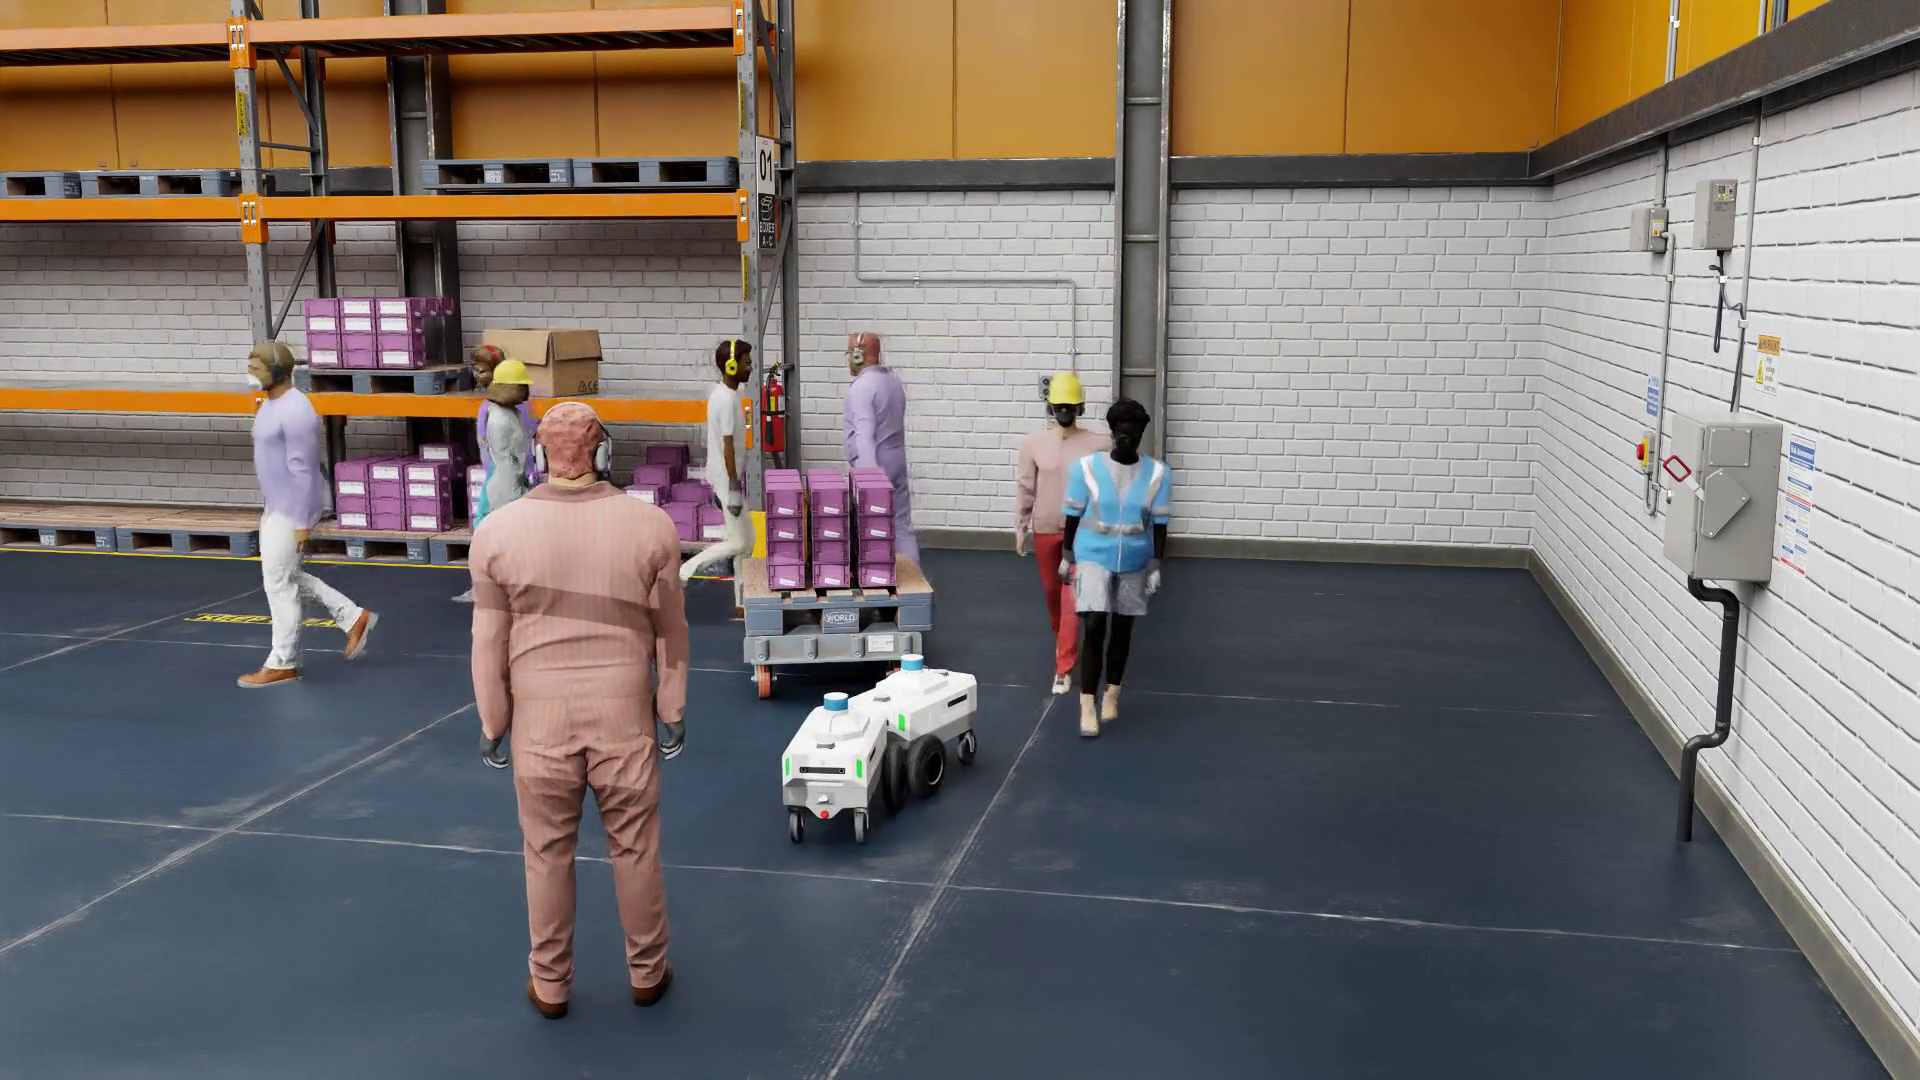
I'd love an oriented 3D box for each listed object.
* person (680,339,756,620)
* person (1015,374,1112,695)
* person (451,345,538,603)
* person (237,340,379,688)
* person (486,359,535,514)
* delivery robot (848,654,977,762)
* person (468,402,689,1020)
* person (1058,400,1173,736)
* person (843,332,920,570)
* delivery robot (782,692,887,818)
[{"bbox_3d":[-1.551,-0.365,10.698,0.686,1.843,0.532,-1,10,-8],"label":"person"},{"bbox_3d":[0.591,-0.074,9.323,0.522,1.734,0.901,2,10,14],"label":"person"},{"bbox_3d":[-3.014,-0.437,11.286,0.898,1.791,0.608,0,9,1],"label":"person"},{"bbox_3d":[-3.657,-0.153,9.221,0.709,1.919,0.632,-6,11,-34],"label":"person"},{"bbox_3d":[-2.822,-0.277,10.519,0.415,1.729,0.503,-1,9,-4],"label":"person"},{"bbox_3d":[-0.215,0.761,7.509,0.477,0.478,0.707,5,11,29],"label":"delivery robot"},{"bbox_3d":[-1.169,0.524,5.162,0.652,1.904,0.402,-3,10,-16],"label":"person"},{"bbox_3d":[0.774,0.138,8.211,0.556,1.652,0.692,-1,9,-5],"label":"person"},{"bbox_3d":[-0.666,-0.451,11.131,0.947,1.863,0.663,5,10,26],"label":"person"},{"bbox_3d":[-0.508,0.872,6.838,0.477,0.478,0.707,1,9,5],"label":"delivery robot"}]
